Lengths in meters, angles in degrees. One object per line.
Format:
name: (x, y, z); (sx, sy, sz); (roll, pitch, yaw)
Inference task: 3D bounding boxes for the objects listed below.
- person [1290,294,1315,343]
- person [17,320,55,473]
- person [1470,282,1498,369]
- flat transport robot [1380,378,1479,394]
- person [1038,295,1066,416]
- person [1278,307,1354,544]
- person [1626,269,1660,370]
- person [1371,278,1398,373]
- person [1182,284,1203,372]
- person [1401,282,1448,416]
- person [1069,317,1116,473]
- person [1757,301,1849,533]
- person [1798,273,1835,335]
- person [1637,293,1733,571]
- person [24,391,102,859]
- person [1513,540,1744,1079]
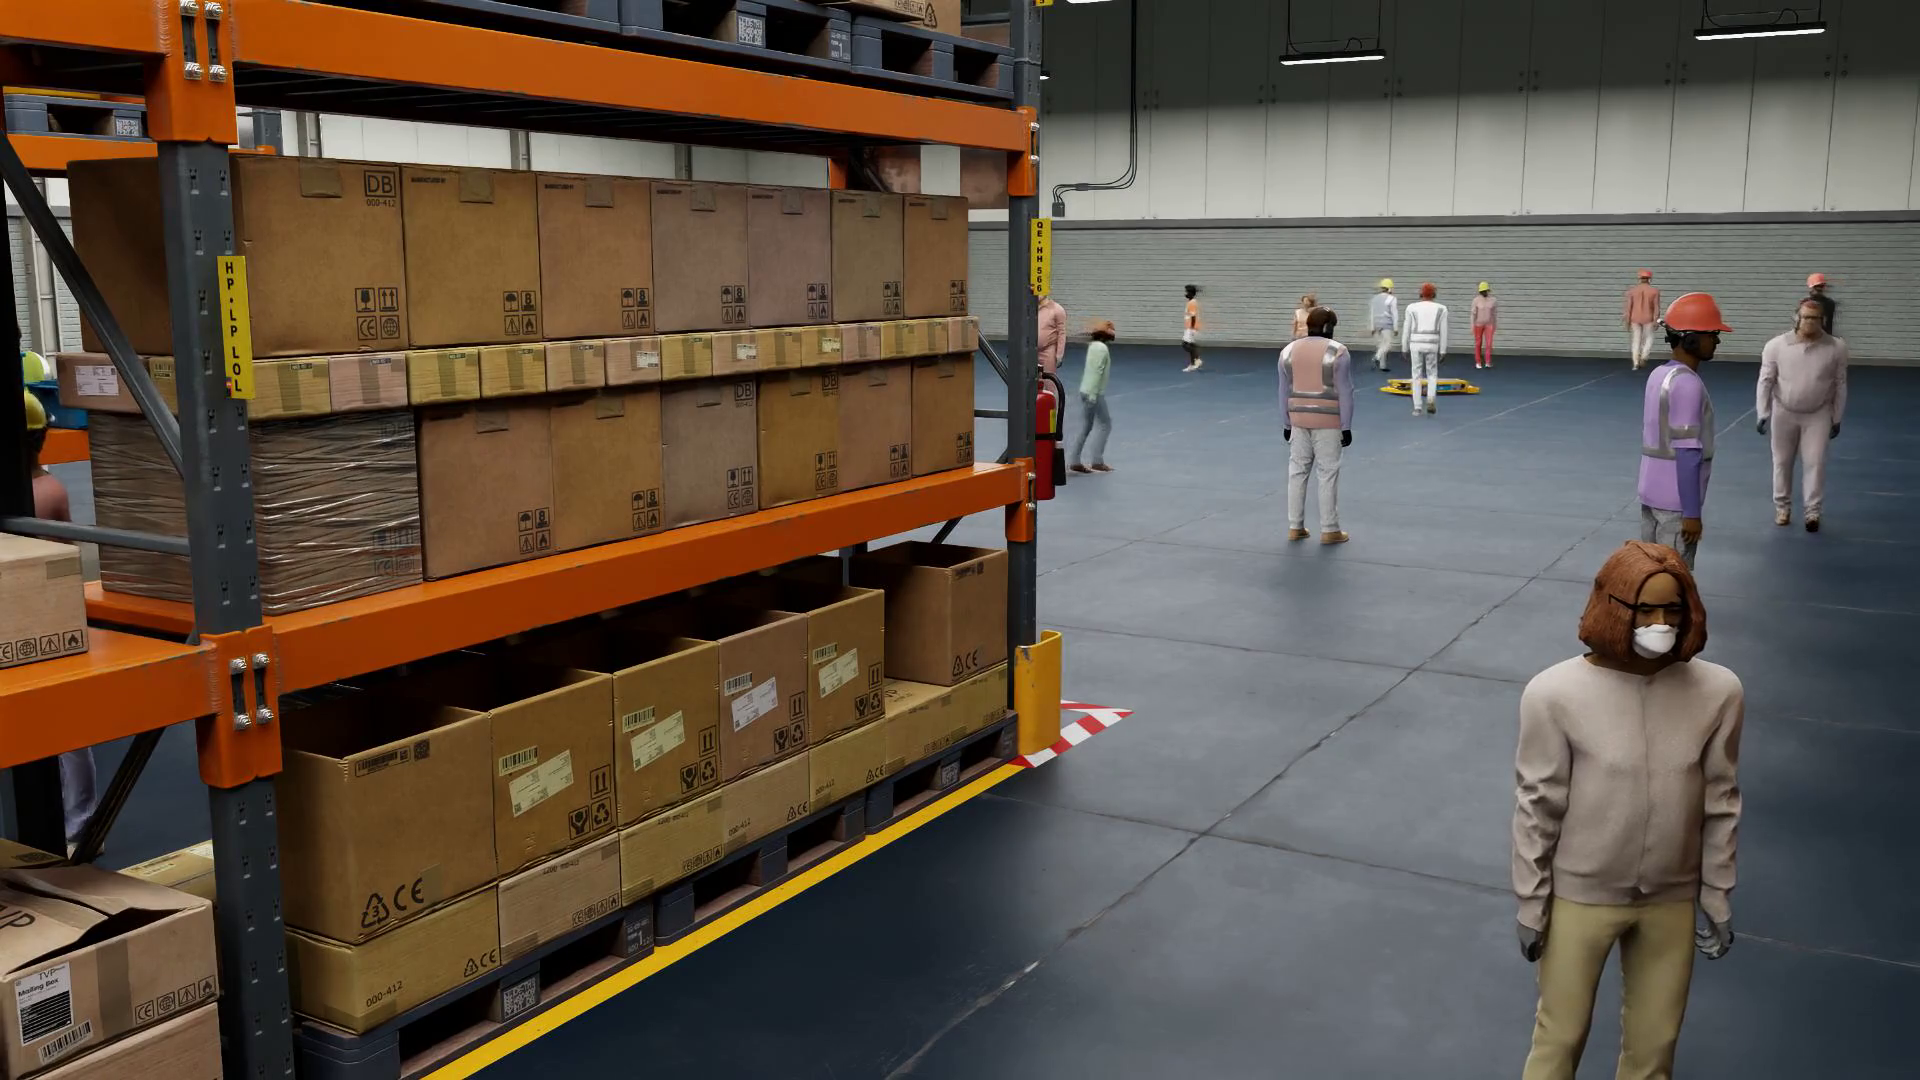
person: (5.888, -3.364, 28.115); (0.515, 1.605, 0.797); (8, 13, 41)
person: (-6.407, -0.602, 11.248); (0.429, 1.844, 0.622); (2, 10, 11)
person: (10.327, -4.214, 32.753); (0.548, 1.717, 0.890); (2, 10, 10)
flat transport robot: (7.593, -2.490, 26.890); (1.431, 0.197, 0.652); (-3, 10, -18)
person: (1.056, -2.436, 21.802); (0.645, 1.905, 0.400); (6, 11, 29)
person: (2.788, -0.892, 12.964); (0.621, 1.838, 0.429); (8, 13, 40)
person: (13.371, -4.310, 32.551); (0.647, 1.974, 0.456); (8, 12, 39)
person: (8.026, -4.062, 31.603); (0.574, 1.810, 0.620); (-7, 12, -34)
person: (4.421, -4.053, 31.907); (0.359, 1.687, 0.535); (1, 10, 8)
person: (6.493, -2.671, 23.296); (0.597, 1.868, 0.540); (2, 10, 10)
person: (1.364, -1.472, 17.008); (0.556, 1.602, 0.514); (-3, 10, -15)
person: (6.824, -0.999, 13.516); (0.660, 1.863, 0.965); (5, 11, 26)
person: (12.306, -2.852, 24.011); (0.613, 1.981, 0.424); (-2, 10, -11)
person: (3.606, -0.207, 8.344); (0.377, 2.045, 0.605); (1, 10, 7)
person: (-3.367, 0.328, 6.047); (0.537, 1.774, 0.335); (9, 13, 42)
person: (1.462, 0.799, 3.682); (0.493, 1.624, 0.280); (-1, 10, -4)
